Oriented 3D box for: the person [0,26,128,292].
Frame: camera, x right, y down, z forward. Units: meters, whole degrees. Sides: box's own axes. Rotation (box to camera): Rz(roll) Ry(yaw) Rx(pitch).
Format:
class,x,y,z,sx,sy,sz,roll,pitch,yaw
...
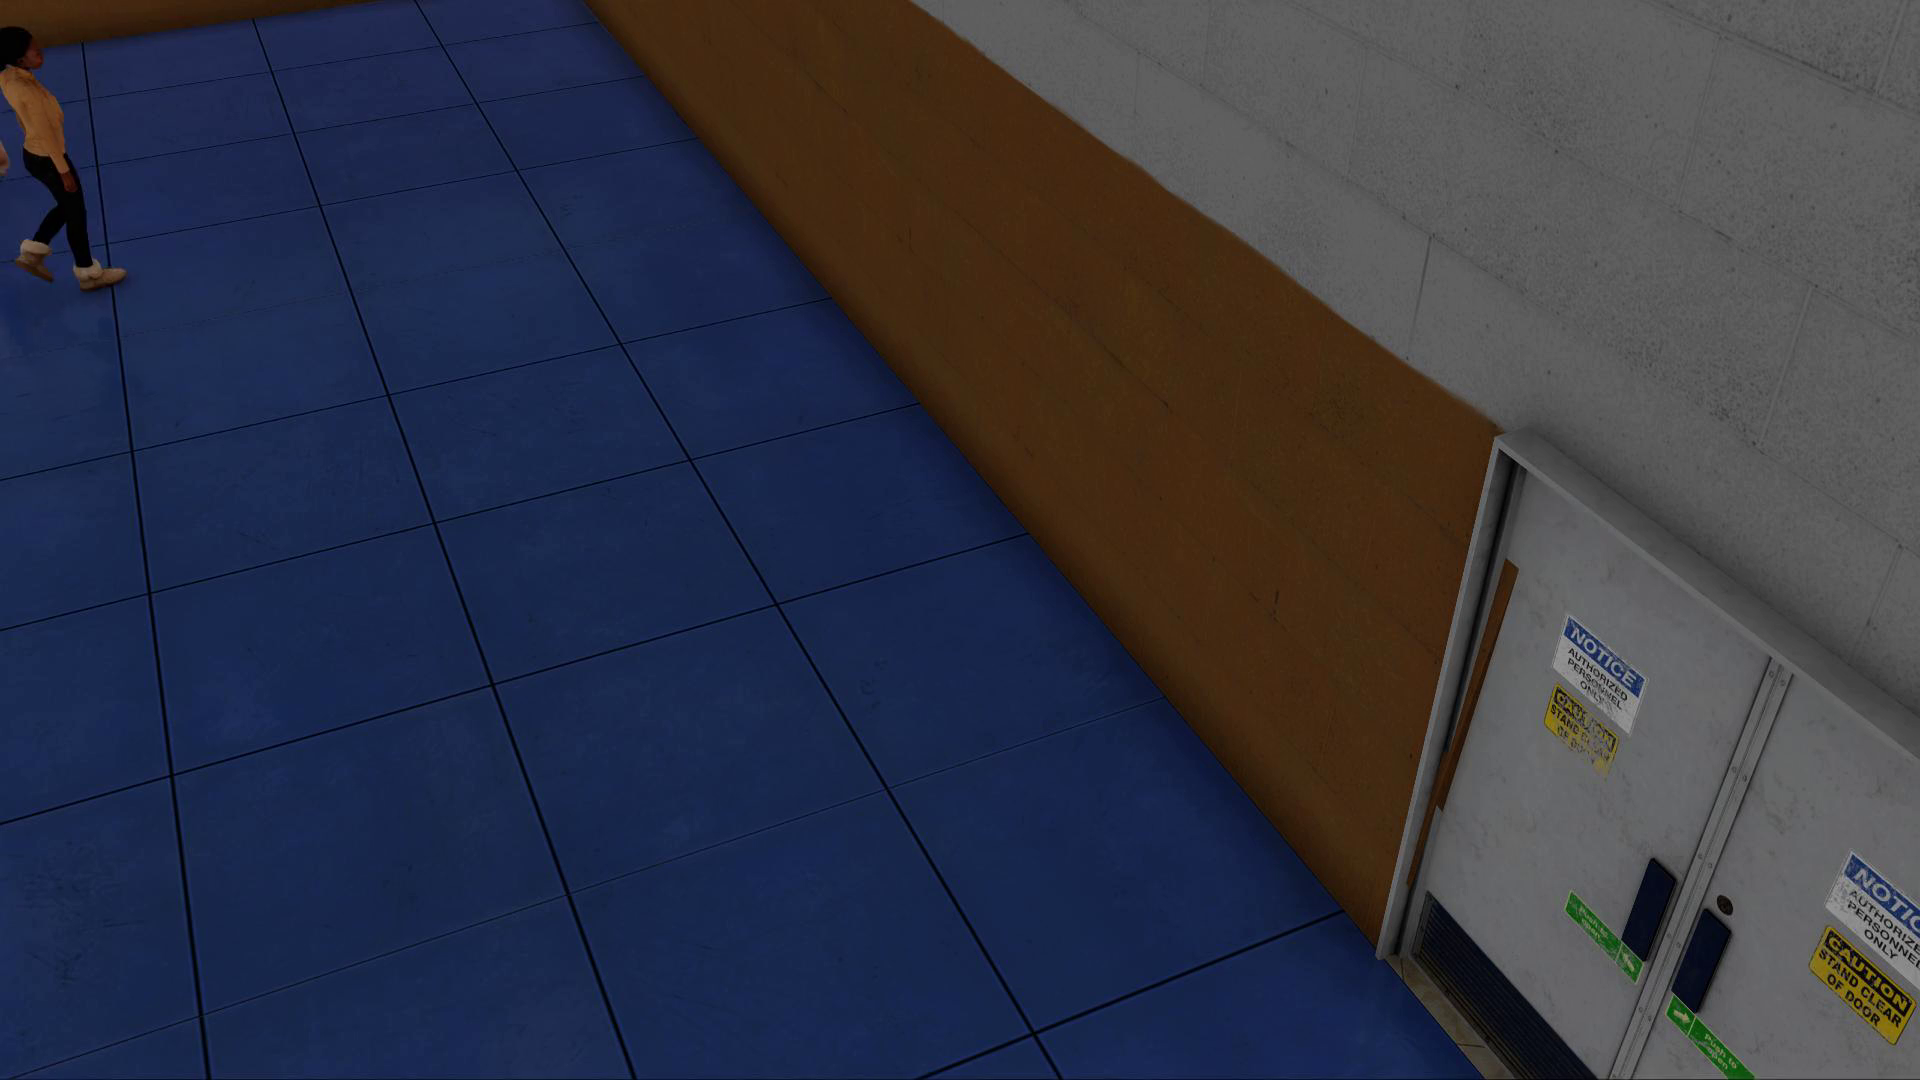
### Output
class,x,y,z,sx,sy,sz,roll,pitch,yaw
person,-5.421,-2.180,9.756,0.737,1.644,0.878,30,46,34
